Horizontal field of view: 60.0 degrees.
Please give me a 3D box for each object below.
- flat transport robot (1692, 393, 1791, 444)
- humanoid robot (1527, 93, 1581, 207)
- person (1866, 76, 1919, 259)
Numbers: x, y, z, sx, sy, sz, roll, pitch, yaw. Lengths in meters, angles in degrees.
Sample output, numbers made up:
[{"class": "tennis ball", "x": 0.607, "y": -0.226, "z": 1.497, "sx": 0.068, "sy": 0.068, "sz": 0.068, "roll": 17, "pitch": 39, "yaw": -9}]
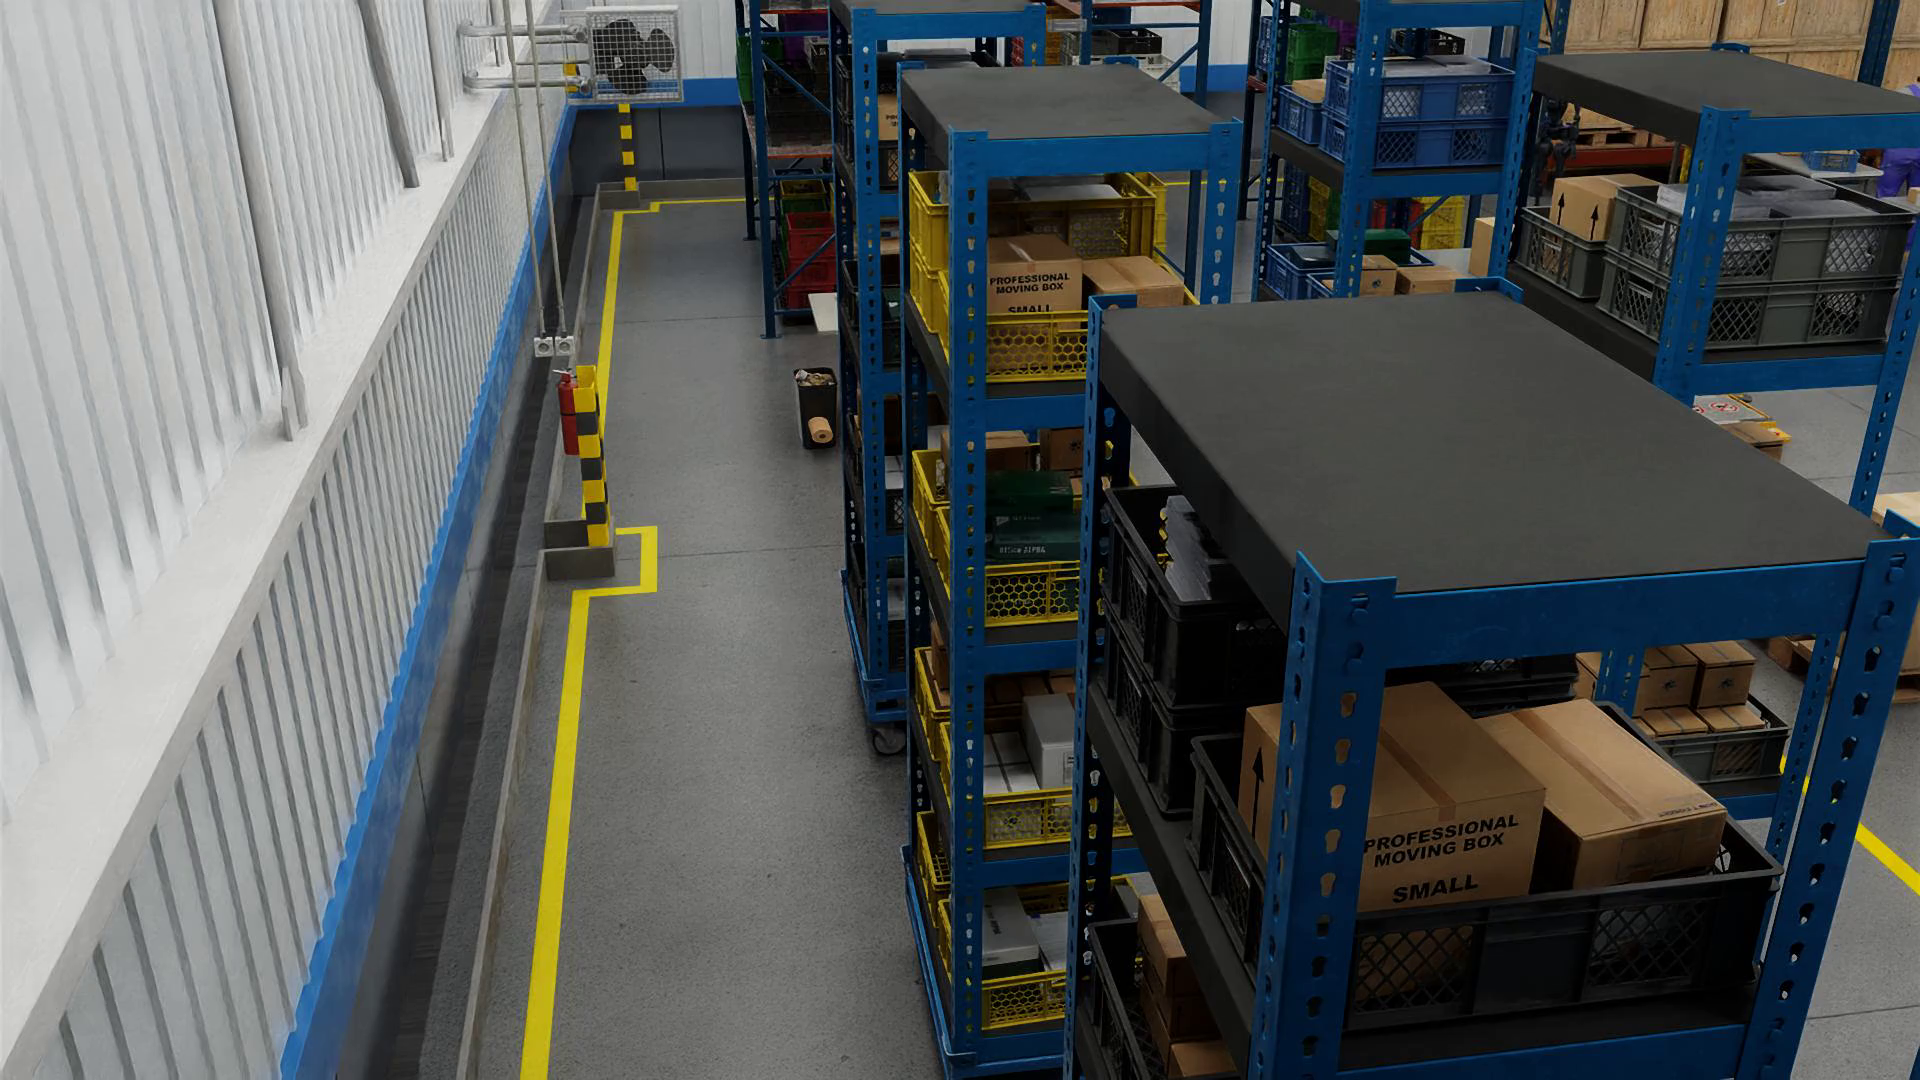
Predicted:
[{"class": "flat transport robot", "x": 5.224, "y": -0.859, "z": 12.132, "sx": 1.431, "sy": 0.197, "sz": 0.652, "roll": -4, "pitch": 25, "yaw": -8}, {"class": "humanoid robot", "x": 6.429, "y": -4.327, "z": 18.020, "sx": 0.593, "sy": 1.649, "sz": 0.327, "roll": 21, "pitch": 32, "yaw": 39}, {"class": "person", "x": 9.447, "y": -3.824, "z": 16.493, "sx": 0.679, "sy": 2.000, "sz": 0.536, "roll": 10, "pitch": 26, "yaw": 20}]
